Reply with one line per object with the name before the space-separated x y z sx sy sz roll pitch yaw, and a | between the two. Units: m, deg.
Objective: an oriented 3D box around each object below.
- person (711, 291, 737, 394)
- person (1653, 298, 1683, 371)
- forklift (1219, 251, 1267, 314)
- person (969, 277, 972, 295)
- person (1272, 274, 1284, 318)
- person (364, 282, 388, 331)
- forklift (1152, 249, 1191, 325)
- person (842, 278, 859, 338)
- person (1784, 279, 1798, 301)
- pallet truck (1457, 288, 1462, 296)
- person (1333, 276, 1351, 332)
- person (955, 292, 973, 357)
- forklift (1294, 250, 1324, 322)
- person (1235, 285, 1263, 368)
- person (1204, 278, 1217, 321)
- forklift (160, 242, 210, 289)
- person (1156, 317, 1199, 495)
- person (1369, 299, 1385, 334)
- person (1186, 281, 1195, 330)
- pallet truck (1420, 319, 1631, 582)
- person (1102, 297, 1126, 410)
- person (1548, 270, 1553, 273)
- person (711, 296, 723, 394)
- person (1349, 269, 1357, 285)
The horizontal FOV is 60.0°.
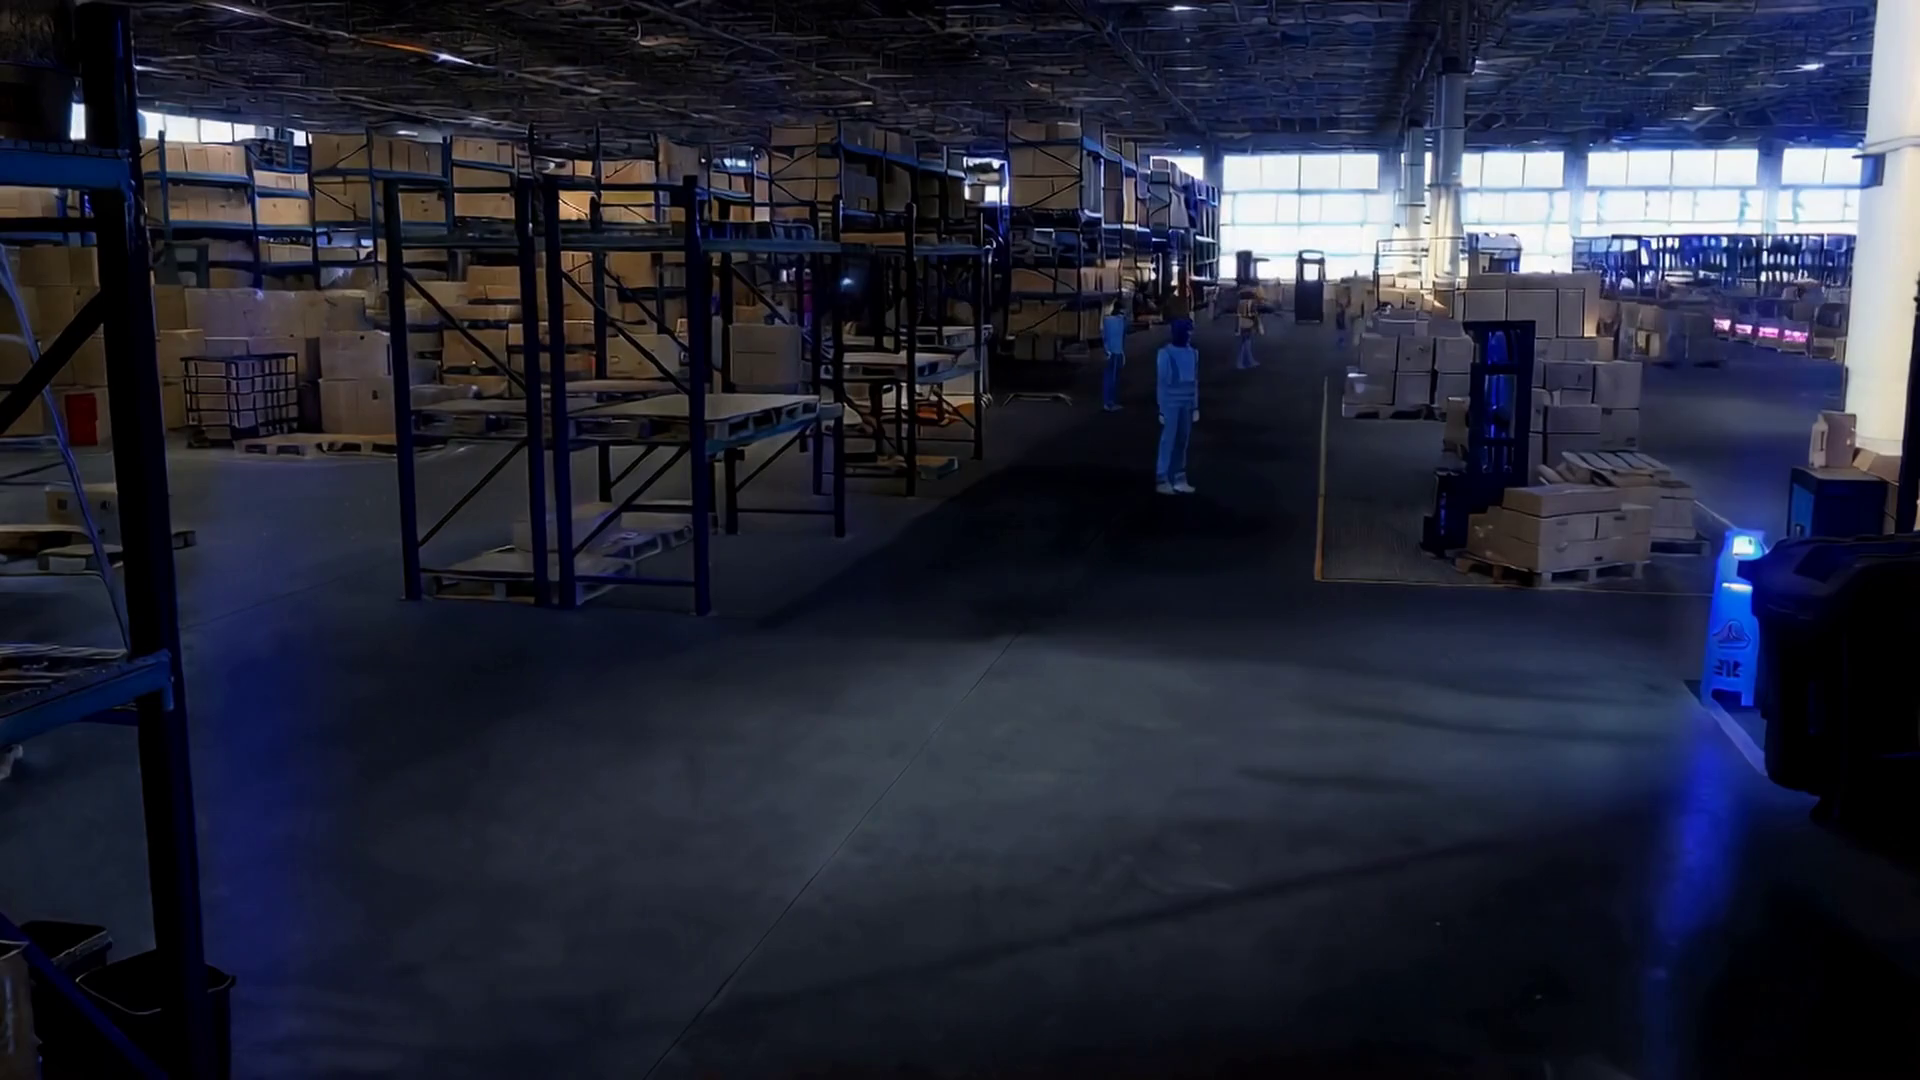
person | -3.797 -2.878 25.729 0.696 2.000 1.000 4 10 24
person | 15.820 -4.582 37.067 0.678 1.606 0.516 3 10 18
forklift | 12.617 -11.482 74.199 1.873 2.768 1.129 -3 10 -19
person | 0.743 -12.846 85.112 0.563 1.918 0.543 2 10 13
person | 13.435 -10.287 70.223 0.404 1.832 0.589 -4 10 -23
person | -14.622 -5.516 41.751 0.587 1.911 0.397 -5 11 -27
forklift | 7.646 -9.320 61.395 1.873 2.768 1.129 2 10 11
person | -2.827 -5.532 41.578 0.611 1.996 0.378 -3 10 -15
person | 32.997 -9.489 65.834 0.923 1.718 0.509 0 10 -1
pallet truck | 20.506 -9.785 68.819 0.653 1.274 1.630 2 10 12
person | 13.085 -8.082 56.996 0.550 1.887 0.975 3 10 17
person | 0.127 -5.479 42.307 0.541 1.645 0.852 -5 11 -29
forklift | 13.778 -10.002 65.433 1.129 2.768 1.873 2 10 12
person | 6.600 -4.858 37.932 1.013 1.874 0.556 -9 13 -42
person | 10.027 -9.631 66.650 0.520 1.730 0.870 1 10 6
forklift | -16.063 -4.810 34.690 1.129 2.768 1.873 2 10 12
person | 2.291 -1.409 17.535 0.568 1.878 0.350 -8 13 -40
person | 8.807 -4.249 35.079 0.332 1.649 0.517 9 13 44
person | 8.114 -8.233 58.458 0.316 1.695 0.542 2 10 9
pallet truck | 4.543 -0.757 13.299 0.823 1.965 1.885 -4 10 -22
person | 2.548 -3.071 27.403 0.330 1.865 0.518 9 13 43
person | 28.109 -11.860 79.204 0.605 1.944 0.402 -1 10 -8
person | -3.649 -2.604 24.411 0.632 1.940 0.372 -5 11 -27
person | 18.628 -11.831 78.879 0.379 1.996 0.609 -1 10 -8
